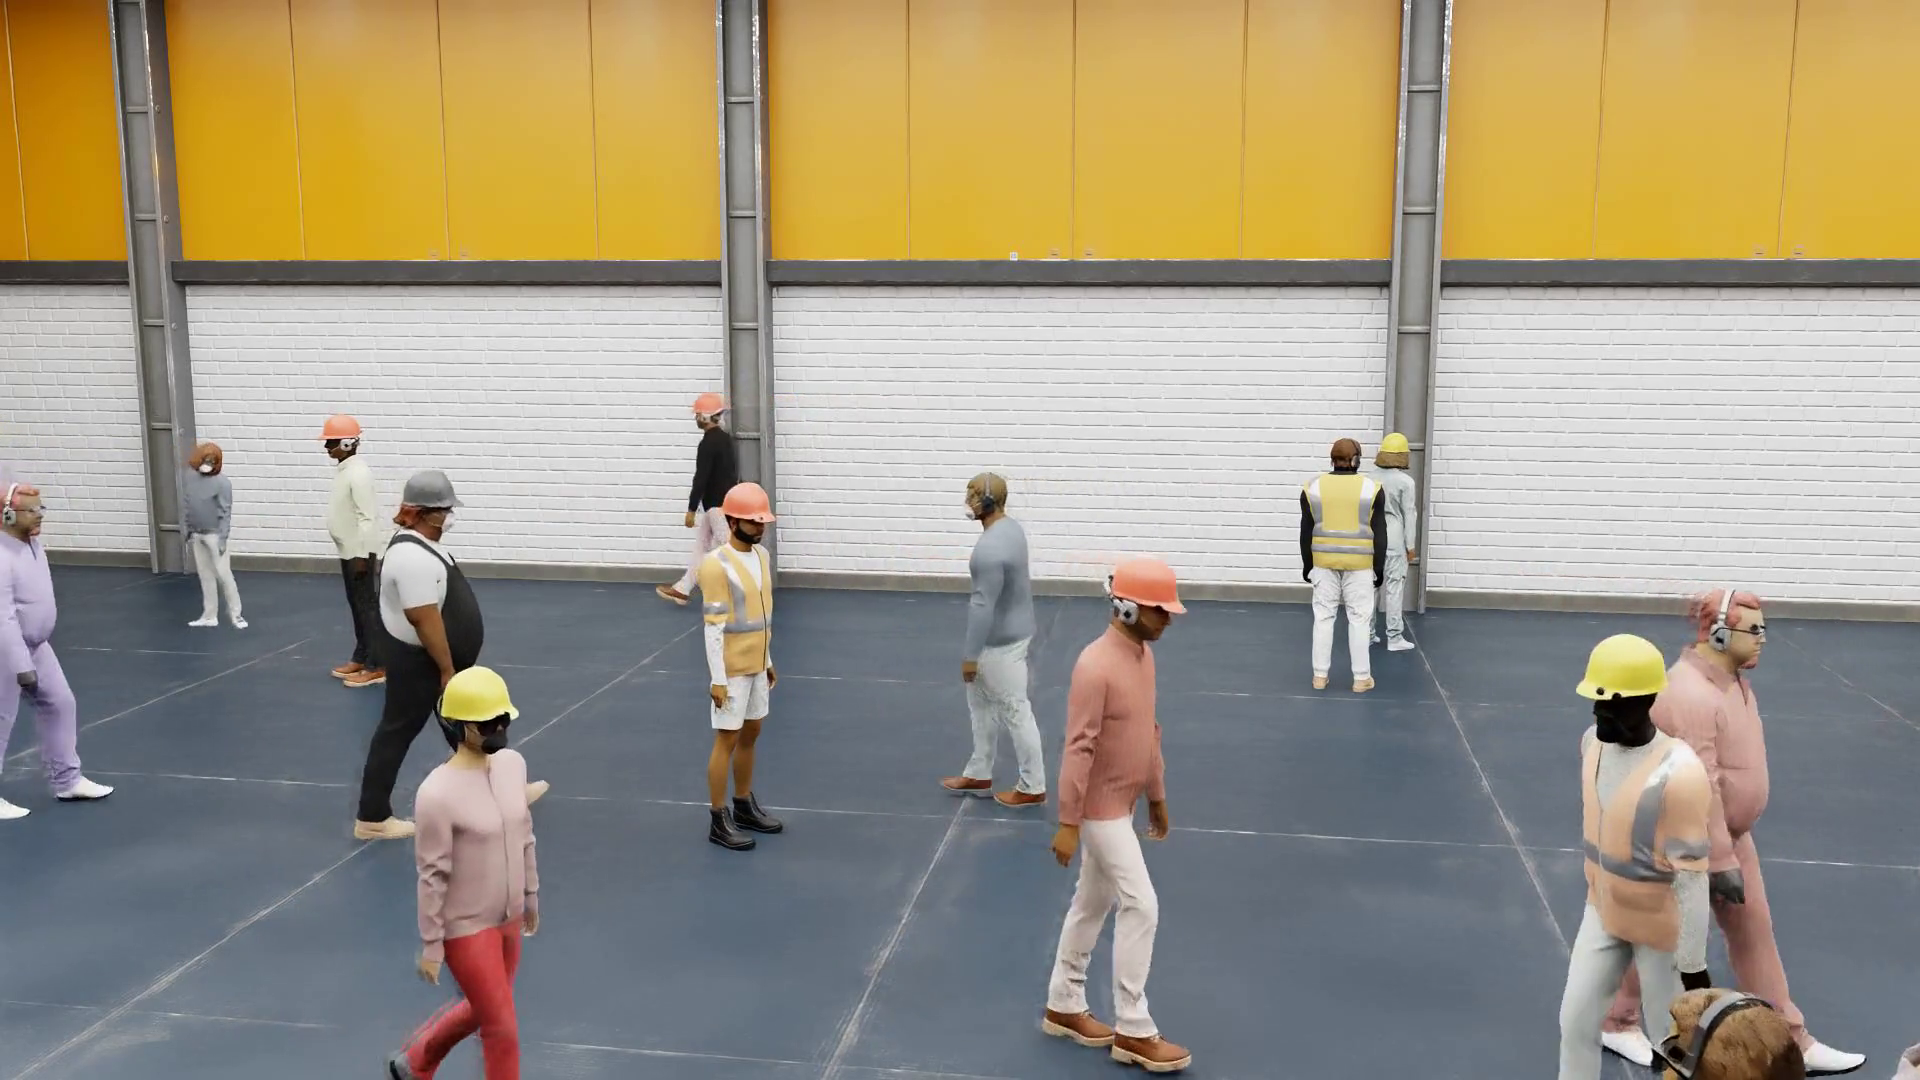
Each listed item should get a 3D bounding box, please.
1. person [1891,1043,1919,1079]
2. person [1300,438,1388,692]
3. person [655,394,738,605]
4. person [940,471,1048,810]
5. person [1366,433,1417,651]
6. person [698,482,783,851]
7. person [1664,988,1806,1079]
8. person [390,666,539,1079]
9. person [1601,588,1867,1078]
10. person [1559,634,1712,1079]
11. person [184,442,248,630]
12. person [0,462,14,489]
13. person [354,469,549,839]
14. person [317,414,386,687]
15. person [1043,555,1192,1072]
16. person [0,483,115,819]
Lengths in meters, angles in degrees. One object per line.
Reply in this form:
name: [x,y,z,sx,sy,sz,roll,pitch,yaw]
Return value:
person: [1.764,1.619,2.946,0.682,1.905,0.401,-7,11,-36]
person: [2.770,0.181,12.016,0.619,1.838,0.430,4,10,22]
person: [-2.249,-0.333,14.856,1.012,1.937,0.644,1,9,9]
person: [0.152,0.569,9.347,0.789,1.917,0.672,2,9,12]
person: [3.447,0.009,13.354,0.321,1.742,0.492,-8,12,-42]
person: [-1.129,0.654,8.791,0.377,1.932,0.552,4,10,25]
person: [1.289,1.656,2.887,0.508,1.847,0.345,-4,10,-23]
person: [-1.670,1.264,5.635,0.779,1.742,0.527,4,10,22]
person: [2.858,1.117,6.154,0.935,1.865,0.653,8,12,42]
person: [2.338,1.217,5.510,0.889,1.887,0.593,-3,10,-16]
person: [-6.351,-0.033,14.030,0.591,1.613,0.292,5,10,27]
person: [-7.616,-0.006,12.973,0.738,1.898,0.591,4,10,25]
person: [-2.788,0.584,8.894,1.044,2.000,0.691,-2,9,-11]
person: [-4.453,0.072,12.190,0.395,1.993,0.614,-5,11,-30]
person: [0.666,1.034,6.387,0.789,1.949,0.642,4,10,22]
person: [-5.143,0.616,9.222,0.820,1.872,0.718,-1,9,-9]
